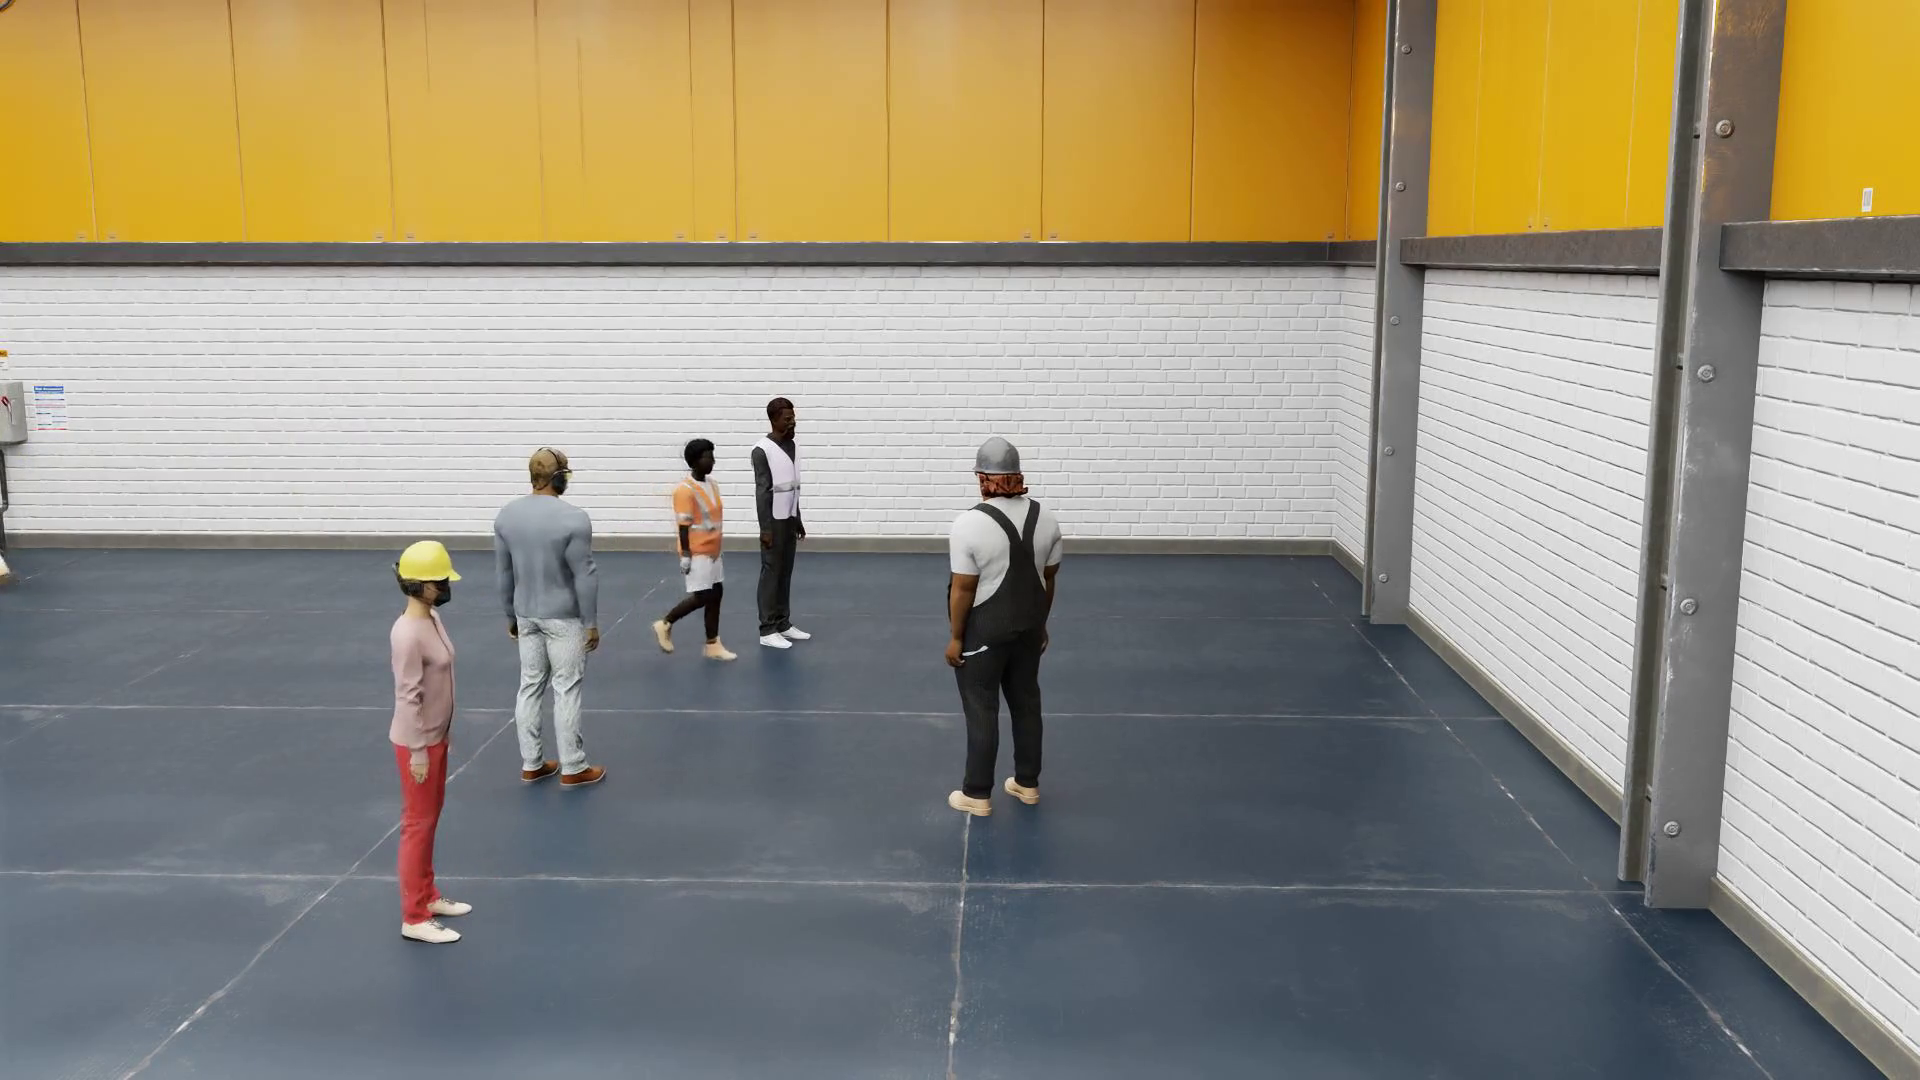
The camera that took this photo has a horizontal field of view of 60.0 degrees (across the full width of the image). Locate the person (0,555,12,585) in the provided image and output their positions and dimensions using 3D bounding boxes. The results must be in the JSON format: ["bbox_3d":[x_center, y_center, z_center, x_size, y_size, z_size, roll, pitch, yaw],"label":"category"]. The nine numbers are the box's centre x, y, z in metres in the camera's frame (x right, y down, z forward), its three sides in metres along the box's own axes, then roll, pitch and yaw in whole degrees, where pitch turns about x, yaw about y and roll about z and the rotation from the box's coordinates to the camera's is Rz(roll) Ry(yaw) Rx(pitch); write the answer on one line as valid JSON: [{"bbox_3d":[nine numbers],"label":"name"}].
[{"bbox_3d":[-8.906,-0.418,14.809,0.852,1.801,0.652,3,10,19],"label":"person"}]

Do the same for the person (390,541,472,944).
[{"bbox_3d":[-2.328,0.875,7.327,0.330,1.765,0.533,-1,10,-7],"label":"person"}]

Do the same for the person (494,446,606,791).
[{"bbox_3d":[-2.303,0.441,9.355,0.635,1.937,0.352,4,11,23],"label":"person"}]

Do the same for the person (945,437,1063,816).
[{"bbox_3d":[0.179,0.452,8.992,0.688,2.000,0.539,-7,12,-34],"label":"person"}]

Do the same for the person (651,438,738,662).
[{"bbox_3d":[-1.950,0.074,12.240,0.548,1.679,0.542,3,10,18],"label":"person"}]

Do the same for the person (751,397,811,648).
[{"bbox_3d":[-1.397,-0.143,12.834,0.392,1.920,0.588,4,10,21],"label":"person"}]
